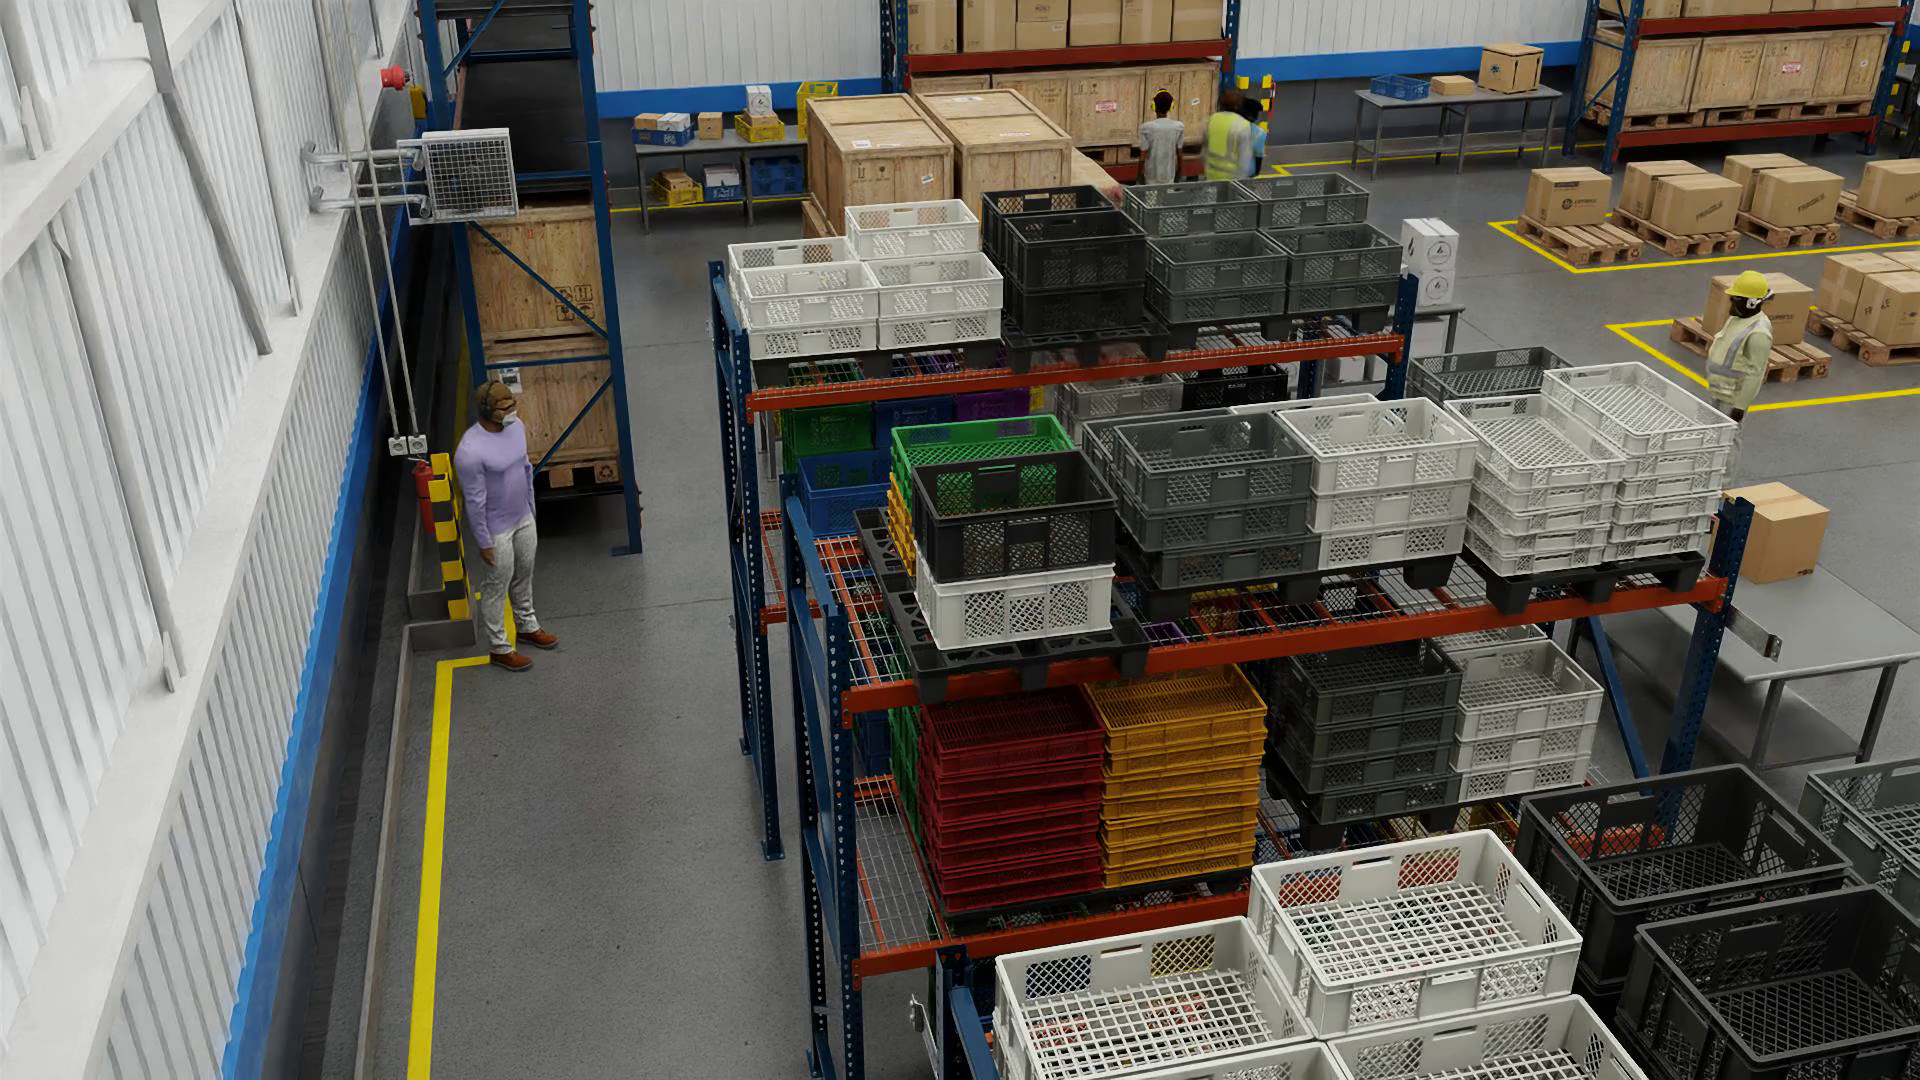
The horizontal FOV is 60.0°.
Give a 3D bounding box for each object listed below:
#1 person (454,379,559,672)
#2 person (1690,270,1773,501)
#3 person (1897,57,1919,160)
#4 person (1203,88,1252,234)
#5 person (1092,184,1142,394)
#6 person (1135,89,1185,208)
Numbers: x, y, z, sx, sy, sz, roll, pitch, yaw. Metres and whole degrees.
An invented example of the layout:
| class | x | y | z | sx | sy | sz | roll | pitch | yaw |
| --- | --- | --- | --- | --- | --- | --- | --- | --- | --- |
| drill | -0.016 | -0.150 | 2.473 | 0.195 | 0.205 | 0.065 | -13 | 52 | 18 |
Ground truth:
| class | x | y | z | sx | sy | sz | roll | pitch | yaw |
| --- | --- | --- | --- | --- | --- | --- | --- | --- | --- |
| person | -2.859 | -0.107 | 10.459 | 0.363 | 1.932 | 0.629 | 10 | 29 | 19 |
| person | 5.798 | -1.142 | 12.521 | 0.404 | 1.829 | 0.600 | 4 | 28 | 7 |
| person | 11.793 | -5.237 | 20.197 | 0.591 | 1.922 | 0.390 | 6 | 28 | 11 |
| person | 2.829 | -3.868 | 17.723 | 0.477 | 1.818 | 0.652 | -20 | 34 | -33 |
| person | 1.451 | -2.115 | 14.307 | 0.630 | 1.887 | 0.664 | 4 | 28 | 8 |
| person | 2.091 | -3.808 | 17.537 | 0.519 | 1.873 | 0.328 | -4 | 28 | -8 |
